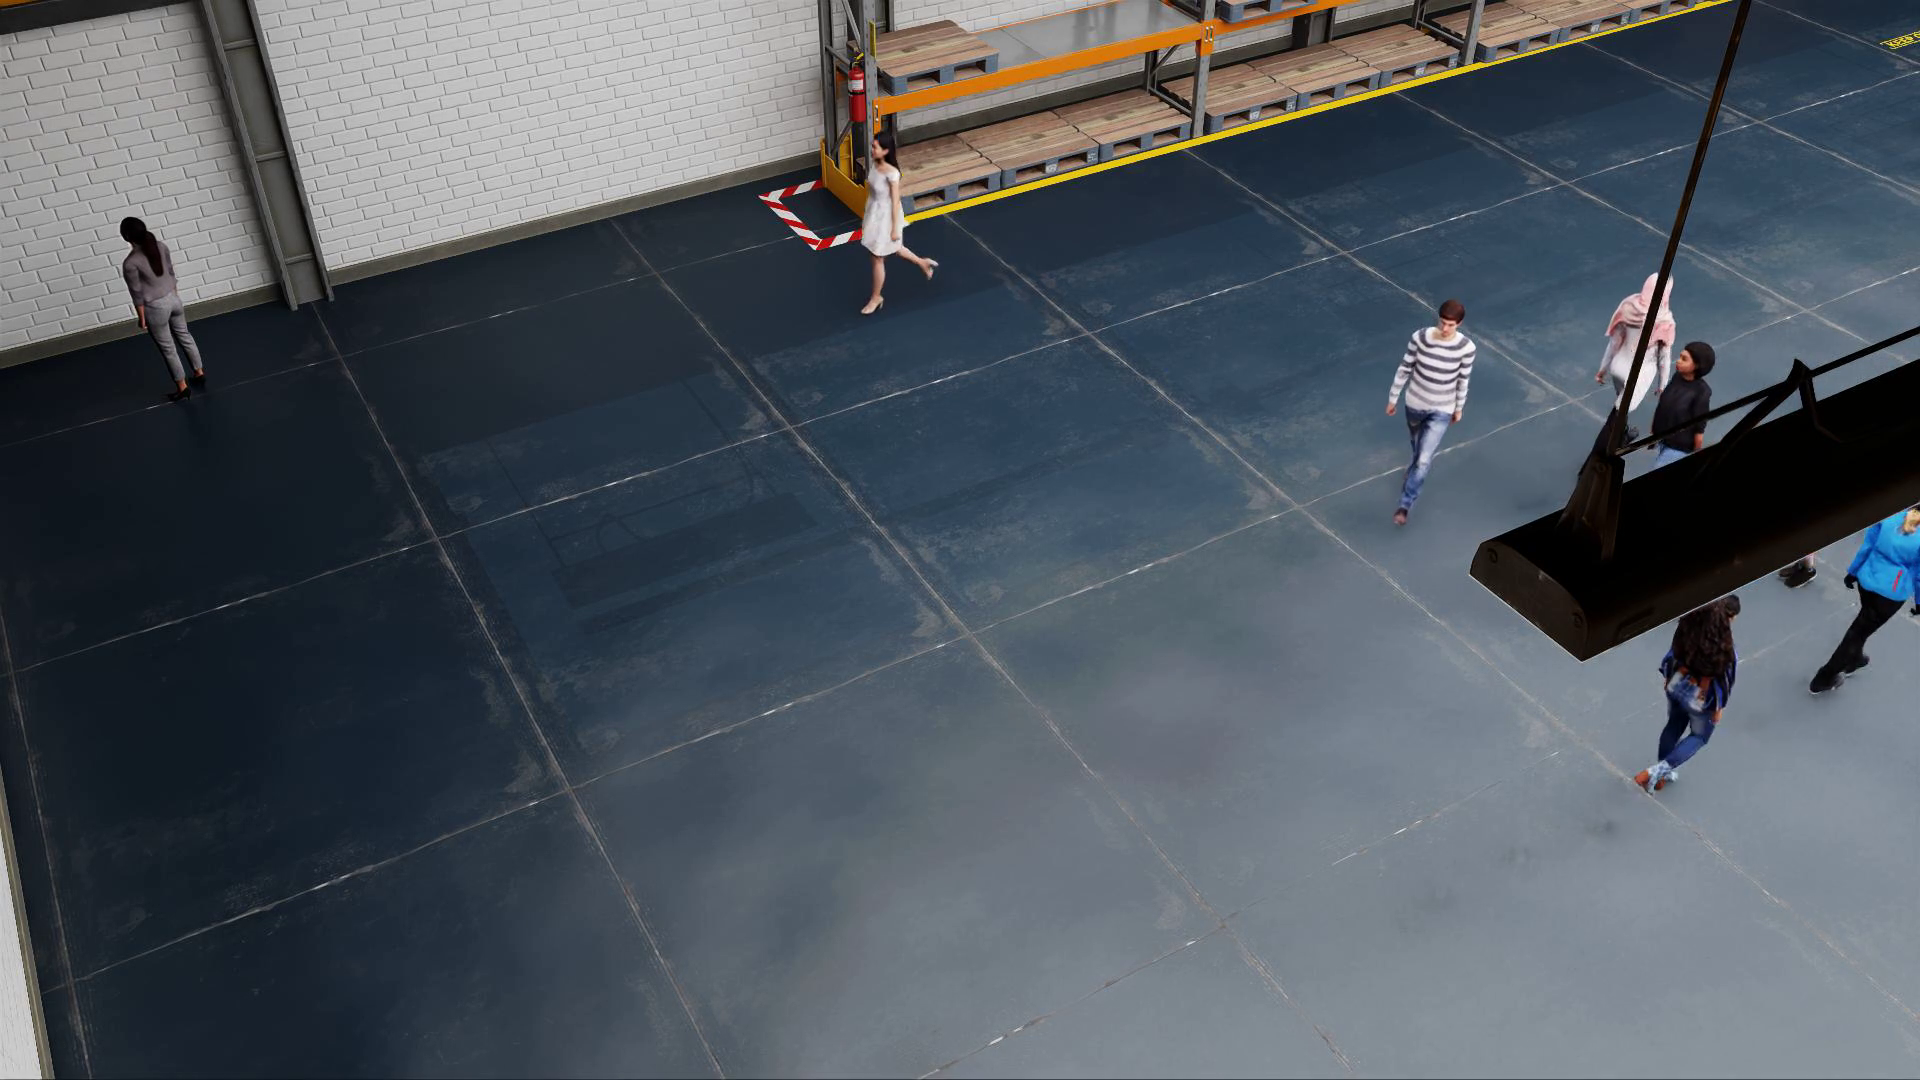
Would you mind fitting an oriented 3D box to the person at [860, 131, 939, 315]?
[{"bbox_3d":[-0.605,-2.857,14.938,1.017,1.756,0.689,-16,41,-19],"label":"person"}]

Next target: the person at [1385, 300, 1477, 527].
[{"bbox_3d":[3.601,-1.068,12.673,1.087,1.786,1.330,22,44,25],"label":"person"}]

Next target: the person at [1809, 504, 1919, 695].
[{"bbox_3d":[5.970,0.357,10.900,0.838,1.772,0.653,-17,42,-20],"label":"person"}]

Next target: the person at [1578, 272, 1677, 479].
[{"bbox_3d":[5.134,-1.228,12.889,1.052,1.767,0.702,-24,44,-27],"label":"person"}]

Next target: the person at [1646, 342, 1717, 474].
[{"bbox_3d":[5.359,-0.720,12.345,1.199,1.653,0.738,-13,40,-15],"label":"person"}]

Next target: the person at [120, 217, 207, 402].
[{"bbox_3d":[-6.640,-1.926,13.833,0.790,1.679,0.715,14,41,17],"label":"person"}]

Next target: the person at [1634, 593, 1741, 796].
[{"bbox_3d":[4.466,0.989,10.240,0.690,1.608,0.624,-21,43,-24],"label":"person"}]
